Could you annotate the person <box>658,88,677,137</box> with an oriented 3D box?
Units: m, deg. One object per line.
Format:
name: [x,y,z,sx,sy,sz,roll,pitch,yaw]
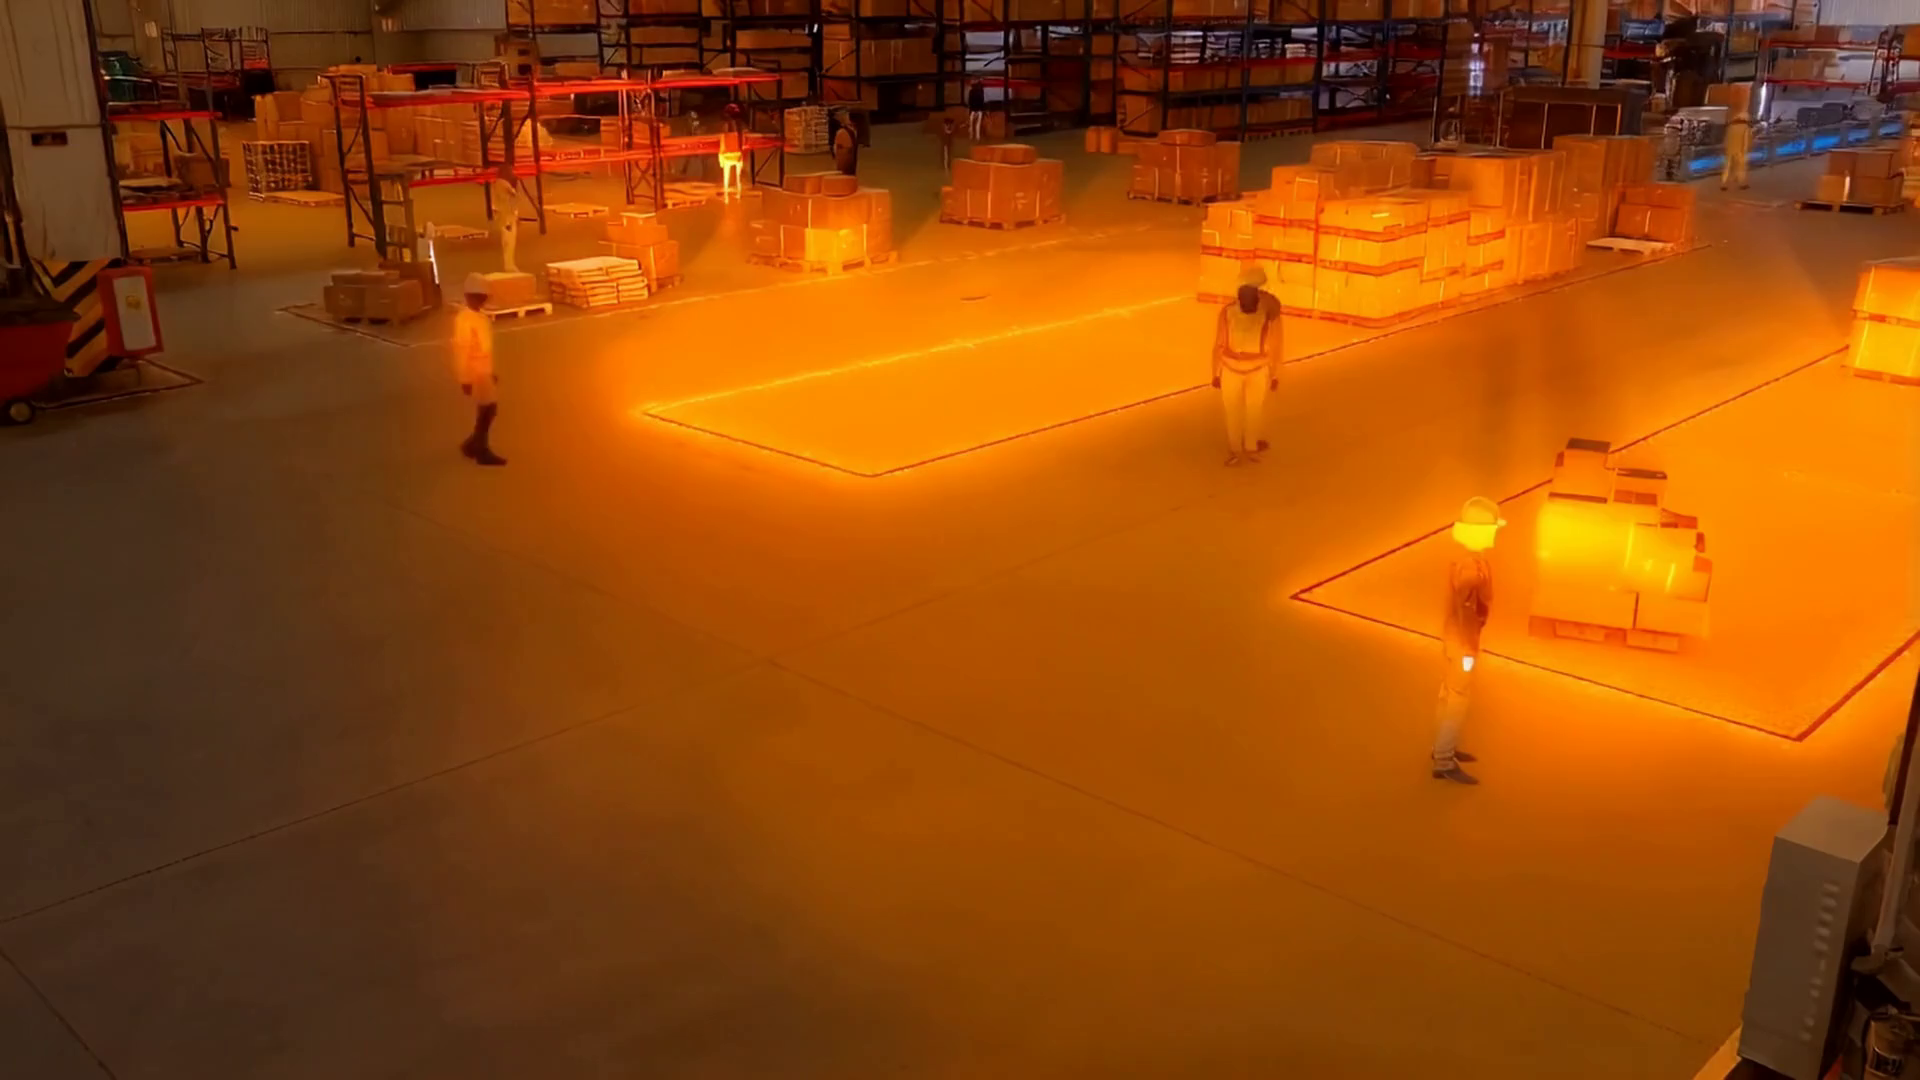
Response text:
person: [-9.471,-13.590,52.733,0.855,1.604,0.516,-2,18,-5]

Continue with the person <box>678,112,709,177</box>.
person: [-6.622,-9.827,41.384,0.534,1.587,0.889,16,24,40]

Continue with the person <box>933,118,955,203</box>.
person: [-0.287,-8.193,36.068,0.487,1.856,0.559,3,19,9]

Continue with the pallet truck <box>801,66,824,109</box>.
pallet truck: [-4.812,-15.182,56.903,0.823,1.965,1.885,-9,21,-26]

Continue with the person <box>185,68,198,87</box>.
person: [-26.280,-15.252,57.242,0.578,1.908,0.808,6,19,19]

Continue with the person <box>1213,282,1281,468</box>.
person: [2.806,-1.624,16.319,0.649,1.828,0.454,5,19,14]

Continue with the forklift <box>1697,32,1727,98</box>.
forklift: [30.630,-19.346,68.067,1.129,2.768,1.873,17,25,41]

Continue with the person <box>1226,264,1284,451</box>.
person: [2.930,-1.799,16.720,0.679,1.909,0.562,16,24,40]

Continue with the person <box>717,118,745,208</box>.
person: [-4.901,-8.069,35.648,0.579,1.884,0.352,-5,19,-16]

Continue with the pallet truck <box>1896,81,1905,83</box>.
pallet truck: [34.802,-16.331,61.455,0.653,1.274,1.630,17,25,41]

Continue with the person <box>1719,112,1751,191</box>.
person: [18.122,-9.033,38.715,0.921,1.785,0.603,-11,21,-30]

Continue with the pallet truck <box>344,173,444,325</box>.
pallet truck: [-8.209,-4.181,23.757,0.823,1.965,1.885,3,19,9]

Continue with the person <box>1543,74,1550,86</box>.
person: [20.450,-15.525,58.439,0.752,1.661,0.546,7,20,19]

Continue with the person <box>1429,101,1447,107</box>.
person: [19.004,-18.042,65.714,1.028,1.869,0.552,-15,24,-38]

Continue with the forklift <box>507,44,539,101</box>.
forklift: [-13.992,-14.562,53.656,1.873,2.768,1.129,17,25,41]

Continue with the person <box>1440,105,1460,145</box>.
person: [11.441,-9.156,38.842,0.358,1.938,0.542,-9,21,-26]

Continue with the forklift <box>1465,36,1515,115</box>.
forklift: [19.973,-17.201,61.605,1.873,2.768,1.129,16,24,40]

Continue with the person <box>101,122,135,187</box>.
person: [-18.145,-8.162,35.911,0.596,1.901,0.583,17,25,41]

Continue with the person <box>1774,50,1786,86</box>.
person: [39.401,-22.682,79.866,0.545,1.754,0.364,16,24,40]

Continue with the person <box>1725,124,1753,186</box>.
person: [18.655,-9.302,39.834,0.502,1.589,0.871,17,25,42]

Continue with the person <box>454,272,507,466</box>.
person: [-4.667,-1.649,16.240,0.402,1.923,0.573,2,18,5]

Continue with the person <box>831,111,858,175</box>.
person: [-2.508,-8.195,35.783,0.536,2.000,0.683,10,21,27]

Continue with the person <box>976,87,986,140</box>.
person: [0.561,-13.076,51.057,0.559,1.663,0.572,-12,22,-32]

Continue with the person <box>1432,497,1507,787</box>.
person: [2.996,0.581,9.809,0.294,1.744,0.487,5,19,15]

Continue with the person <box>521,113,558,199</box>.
person: [-9.366,-8.535,37.027,0.656,1.898,0.915,-13,23,-35]

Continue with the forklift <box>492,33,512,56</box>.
forklift: [-18.164,-18.751,66.277,1.129,2.768,1.873,17,25,41]

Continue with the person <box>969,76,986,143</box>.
person: [0.533,-13.133,50.732,0.378,1.996,0.610,-15,24,-38]

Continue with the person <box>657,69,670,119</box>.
person: [-10.096,-15.024,56.567,0.589,1.912,0.391,14,23,36]

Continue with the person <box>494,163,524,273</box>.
person: [-7.352,-5.218,27.126,0.429,1.842,0.635,-4,19,-11]

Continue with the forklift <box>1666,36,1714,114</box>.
forklift: [27.341,-17.291,61.877,1.129,2.768,1.873,17,25,41]
